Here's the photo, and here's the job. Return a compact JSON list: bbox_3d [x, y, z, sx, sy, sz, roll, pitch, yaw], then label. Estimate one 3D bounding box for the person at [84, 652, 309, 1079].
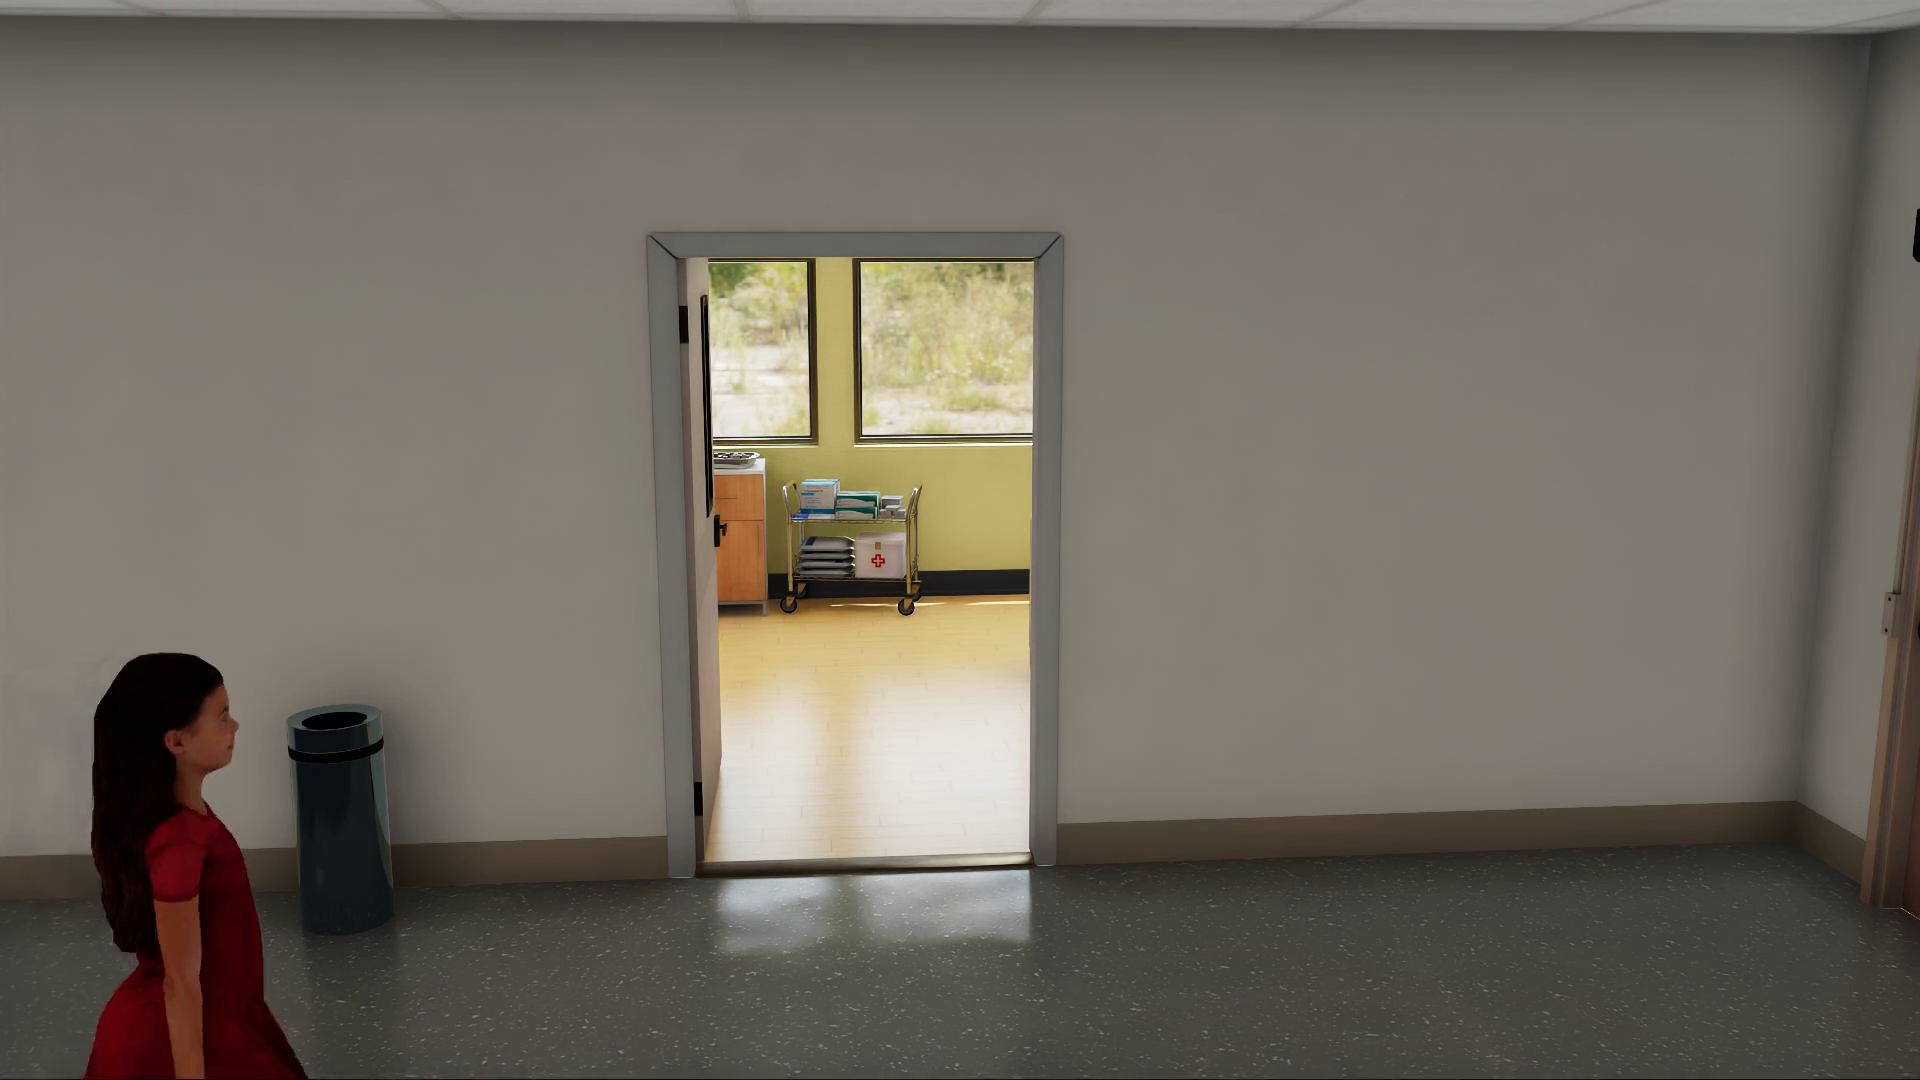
[{"bbox_3d":[-1.570,0.990,3.193,1.090,1.525,0.864,-7,13,-34],"label":"person"}]
